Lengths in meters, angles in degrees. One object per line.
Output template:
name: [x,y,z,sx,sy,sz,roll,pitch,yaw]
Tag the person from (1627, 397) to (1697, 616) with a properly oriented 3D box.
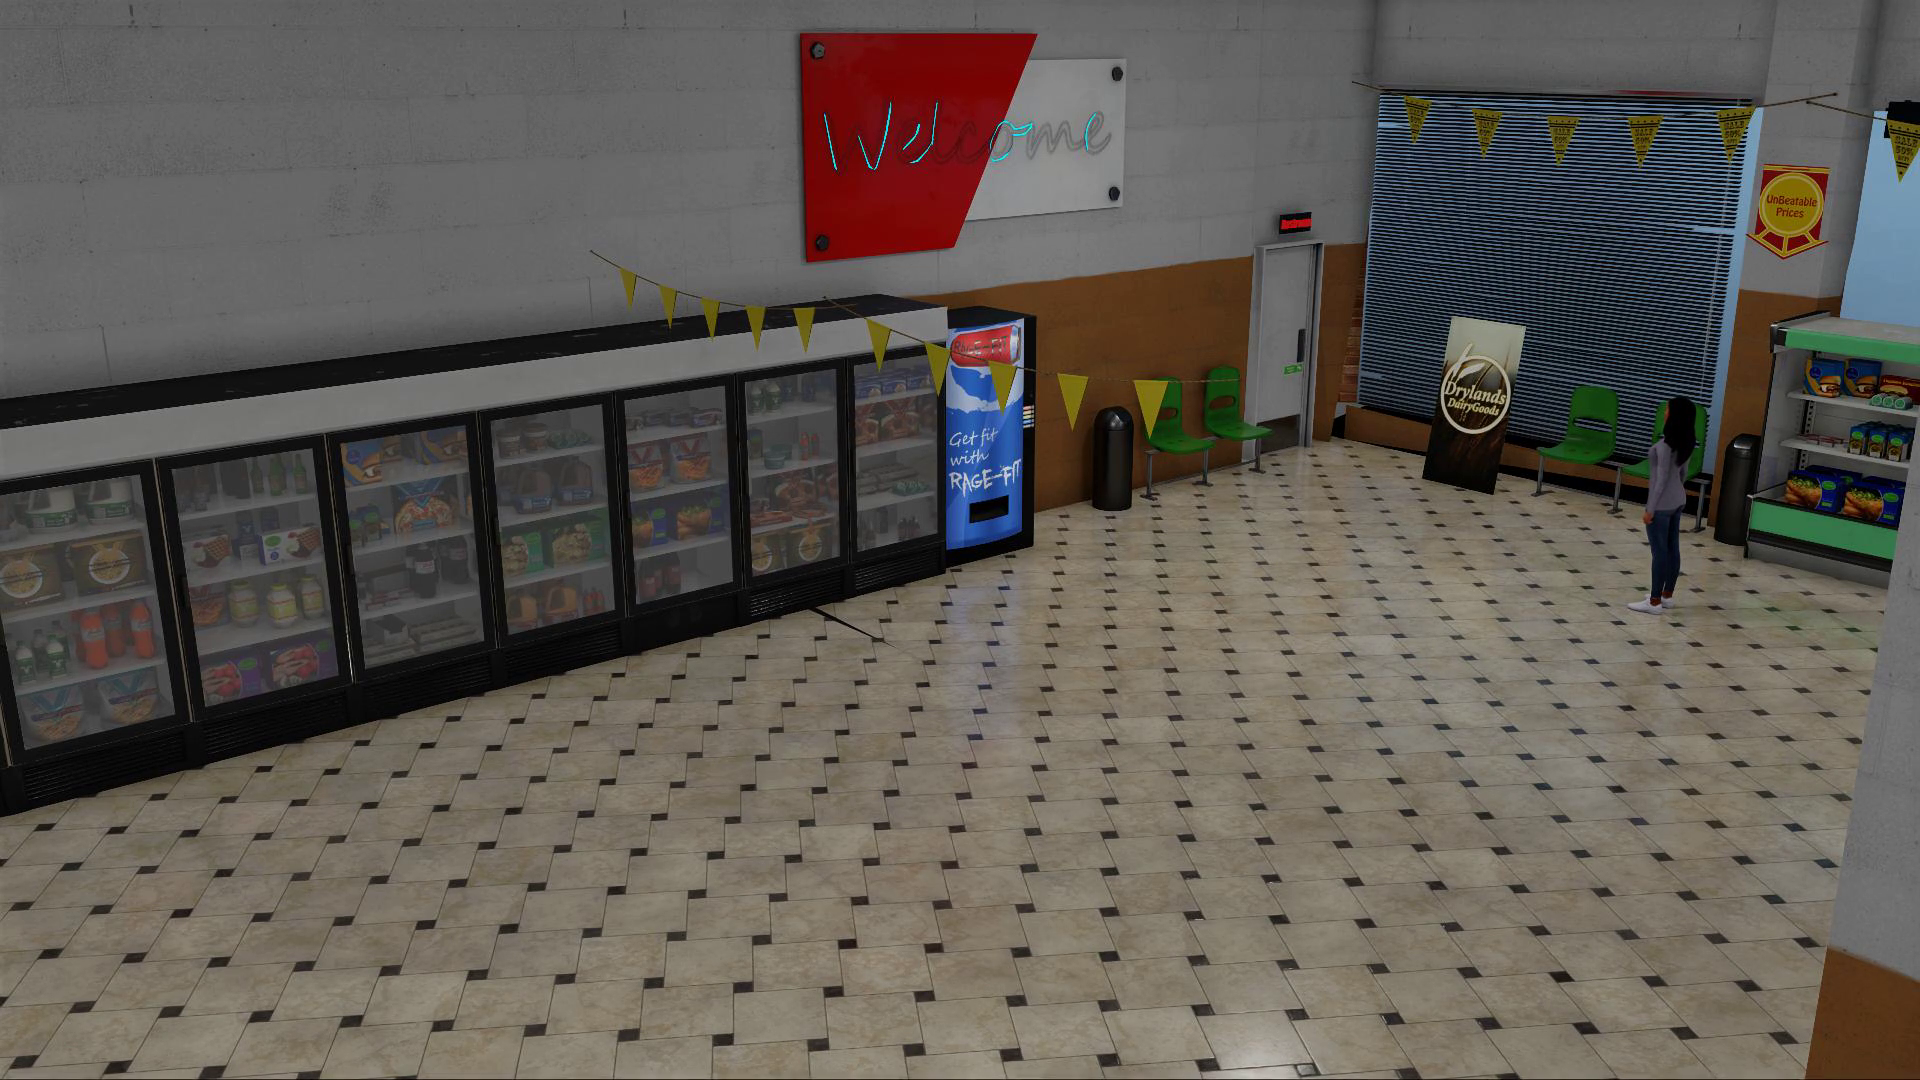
person: [5.591,-0.275,13.130,0.595,1.736,0.510,-14,22,-38]
